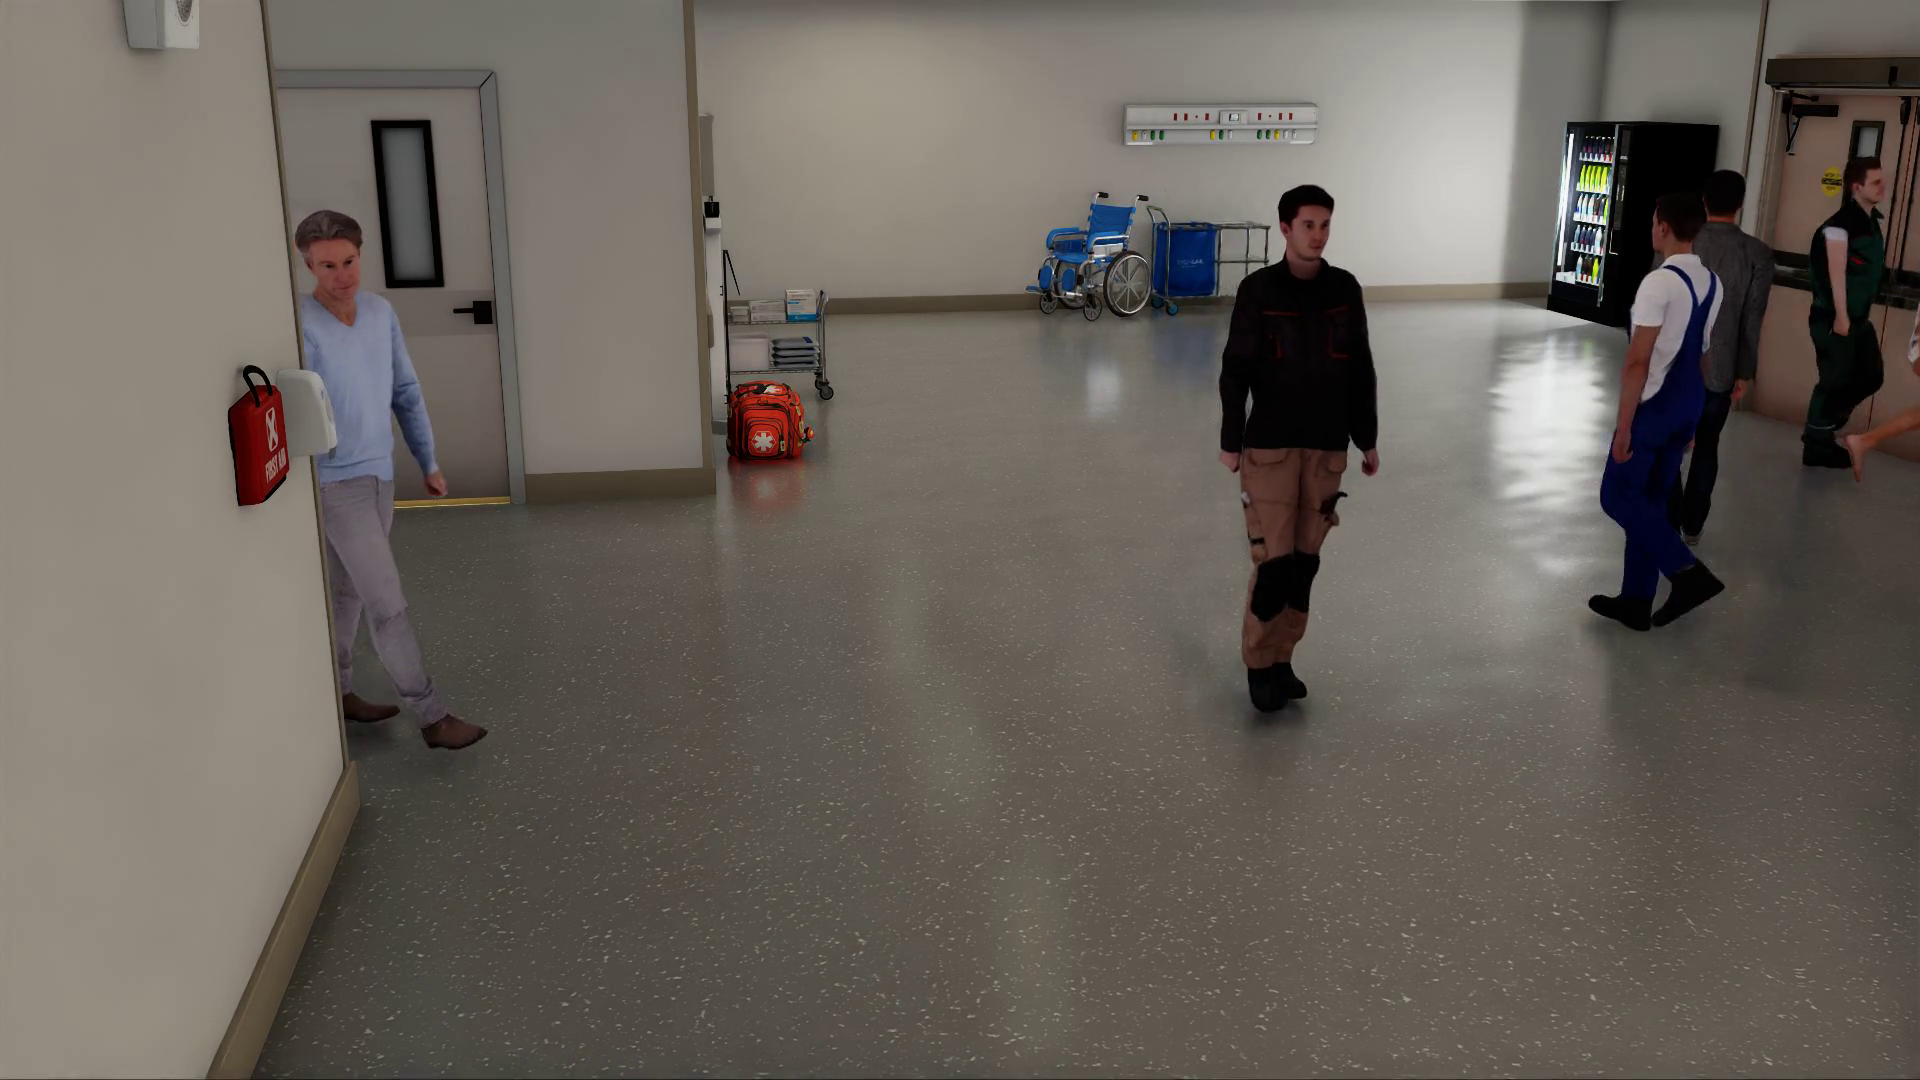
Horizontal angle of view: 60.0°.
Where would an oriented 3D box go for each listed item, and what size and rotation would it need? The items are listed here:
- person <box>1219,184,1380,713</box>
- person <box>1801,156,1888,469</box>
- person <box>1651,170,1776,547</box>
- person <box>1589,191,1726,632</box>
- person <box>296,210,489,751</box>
[{"bbox_3d":[1.211,-0.343,6.173,0.720,1.910,0.710,-4,16,-14],"label":"person"},{"bbox_3d":[5.142,-1.332,9.818,0.798,1.831,0.765,15,21,42],"label":"person"},{"bbox_3d":[3.469,-0.773,7.837,1.093,1.833,1.303,5,17,18],"label":"person"},{"bbox_3d":[2.929,-0.477,6.793,0.821,1.832,0.993,-9,18,-28],"label":"person"},{"bbox_3d":[-2.160,-0.169,5.680,1.150,1.841,1.178,5,16,16],"label":"person"}]
